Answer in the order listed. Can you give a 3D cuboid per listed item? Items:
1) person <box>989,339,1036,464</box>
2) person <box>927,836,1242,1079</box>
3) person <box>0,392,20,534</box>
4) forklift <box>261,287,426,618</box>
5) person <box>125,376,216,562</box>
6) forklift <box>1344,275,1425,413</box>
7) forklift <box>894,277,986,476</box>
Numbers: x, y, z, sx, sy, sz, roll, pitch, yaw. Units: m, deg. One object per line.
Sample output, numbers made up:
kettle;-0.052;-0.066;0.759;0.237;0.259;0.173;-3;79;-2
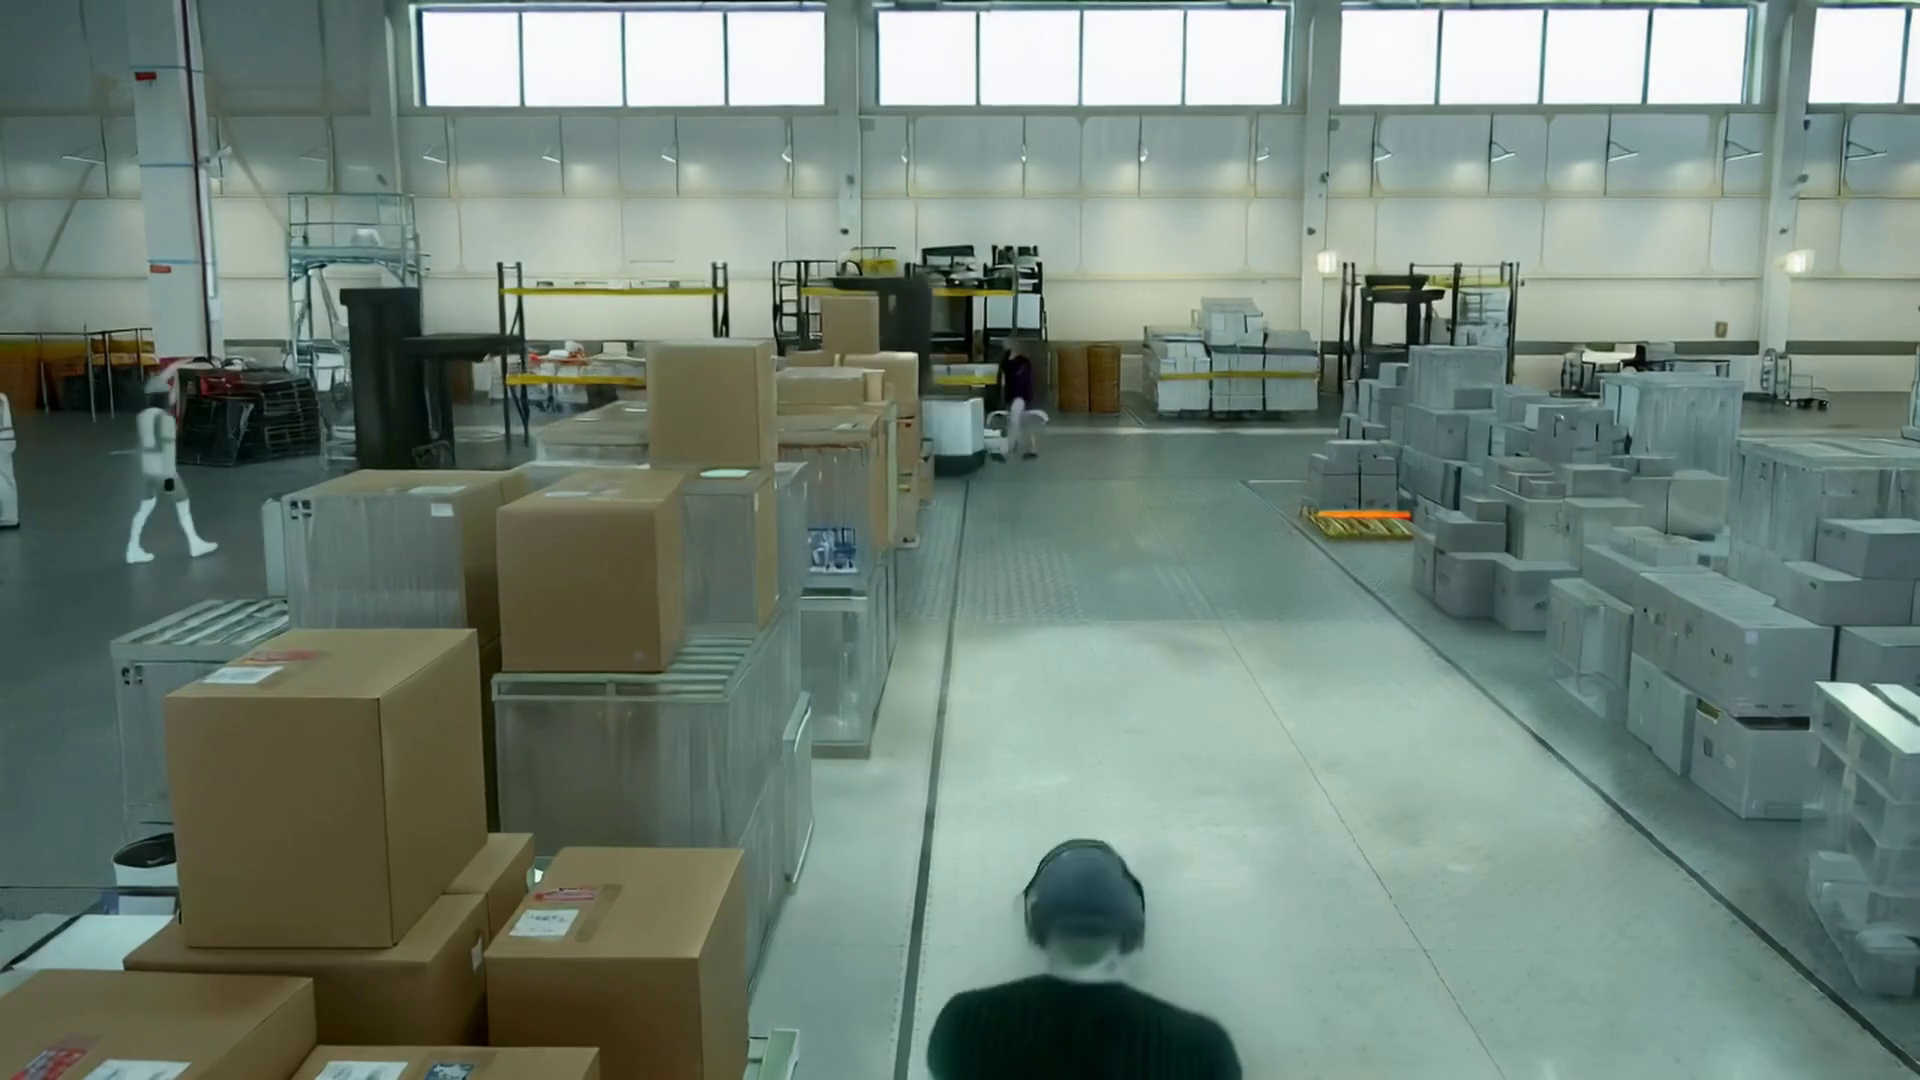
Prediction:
person;0.824;-2.113;25.303;1.037;1.880;0.652;-8;12;-38
person;0.258;1.524;3.407;0.648;1.907;0.753;3;10;17
person;-10.804;-1.008;18.657;0.358;1.882;0.574;-3;10;-19
forklift;-4.770;-0.711;13.897;1.873;2.768;1.129;0;9;1
person;-8.168;-0.731;16.999;0.558;1.890;0.977;5;11;28
forklift;6.827;-2.810;26.466;1.129;2.768;1.873;0;9;1
forklift;-0.639;-2.388;23.938;1.873;2.768;1.129;3;10;15
